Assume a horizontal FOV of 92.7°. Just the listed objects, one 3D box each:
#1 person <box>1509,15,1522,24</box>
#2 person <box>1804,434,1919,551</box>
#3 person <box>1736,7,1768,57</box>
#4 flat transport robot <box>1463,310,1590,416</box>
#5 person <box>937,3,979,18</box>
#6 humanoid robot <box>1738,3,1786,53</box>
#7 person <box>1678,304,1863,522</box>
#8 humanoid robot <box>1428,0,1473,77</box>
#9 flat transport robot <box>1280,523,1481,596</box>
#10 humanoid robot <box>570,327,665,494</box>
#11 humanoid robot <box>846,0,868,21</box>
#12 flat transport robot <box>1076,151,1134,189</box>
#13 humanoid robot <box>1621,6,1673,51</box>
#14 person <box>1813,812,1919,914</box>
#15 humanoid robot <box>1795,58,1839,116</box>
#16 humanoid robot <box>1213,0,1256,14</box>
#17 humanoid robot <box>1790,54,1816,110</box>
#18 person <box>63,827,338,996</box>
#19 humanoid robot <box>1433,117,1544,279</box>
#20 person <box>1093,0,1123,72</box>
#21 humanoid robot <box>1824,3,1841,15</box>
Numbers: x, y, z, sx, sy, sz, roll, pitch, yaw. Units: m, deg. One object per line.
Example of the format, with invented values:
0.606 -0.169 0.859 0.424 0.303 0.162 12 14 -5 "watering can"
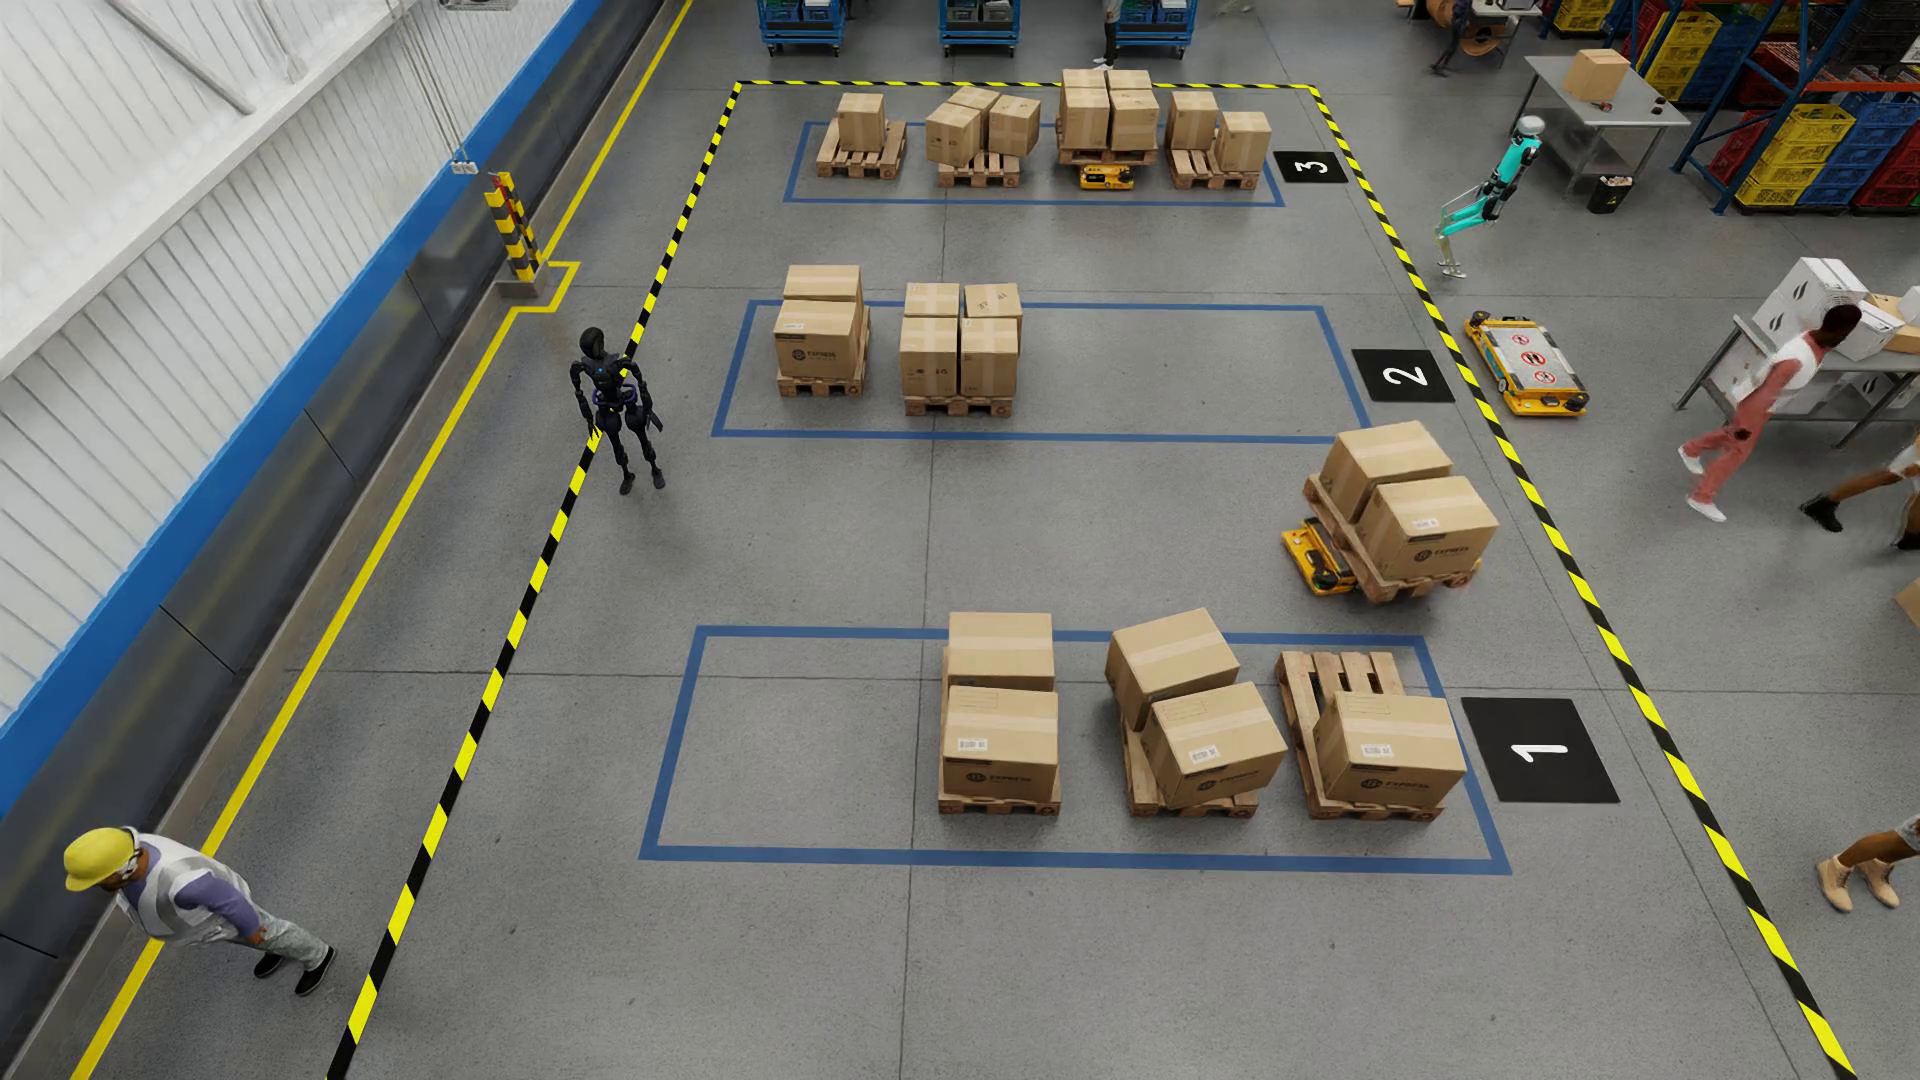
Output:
9.022 -9.126 14.376 0.530 1.864 0.309 -4 49 -3 "person"
7.636 -0.653 7.040 0.962 1.861 0.618 27 55 22 "person"
12.105 -8.102 13.488 0.531 1.868 0.309 -2 49 -1 "person"
5.573 -1.757 9.054 0.659 0.231 1.431 1 49 1 "flat transport robot"
-0.034 -9.208 14.545 0.793 1.711 0.516 2 49 2 "person"
11.450 -7.621 13.156 0.973 1.732 0.550 1 49 1 "humanoid robot"
6.502 -1.082 7.409 0.677 1.877 0.669 -27 54 -22 "person"
7.200 -7.543 13.155 0.409 1.656 0.598 16 51 13 "humanoid robot"
3.441 0.036 7.484 1.431 0.197 0.652 -10 50 -8 "flat transport robot"
-2.773 -1.039 7.494 0.599 1.654 0.315 -8 50 -7 "humanoid robot"
-1.713 -9.188 14.565 0.555 1.642 0.587 -17 51 -14 "humanoid robot"
1.845 -4.982 11.827 0.652 0.197 1.431 1 49 1 "flat transport robot"
10.588 -8.176 13.691 0.708 1.631 0.614 2 49 2 "humanoid robot"
5.666 1.543 5.034 0.607 2.031 0.405 -1 49 -1 "person"
10.685 -5.614 11.452 0.356 1.654 0.588 18 51 15 "humanoid robot"
4.648 -9.309 14.629 0.983 1.740 0.531 -7 49 -6 "humanoid robot"
10.983 -5.997 11.789 0.309 1.652 0.609 18 52 15 "humanoid robot"
-3.943 1.952 4.809 0.598 1.830 0.404 16 51 14 "person"
5.367 -3.567 9.563 0.735 1.673 0.533 8 50 7 "humanoid robot"
2.158 -7.765 13.206 0.384 1.851 0.598 5 49 4 "person"
12.444 -7.507 13.121 0.751 1.872 0.548 -7 49 -6 "humanoid robot"
